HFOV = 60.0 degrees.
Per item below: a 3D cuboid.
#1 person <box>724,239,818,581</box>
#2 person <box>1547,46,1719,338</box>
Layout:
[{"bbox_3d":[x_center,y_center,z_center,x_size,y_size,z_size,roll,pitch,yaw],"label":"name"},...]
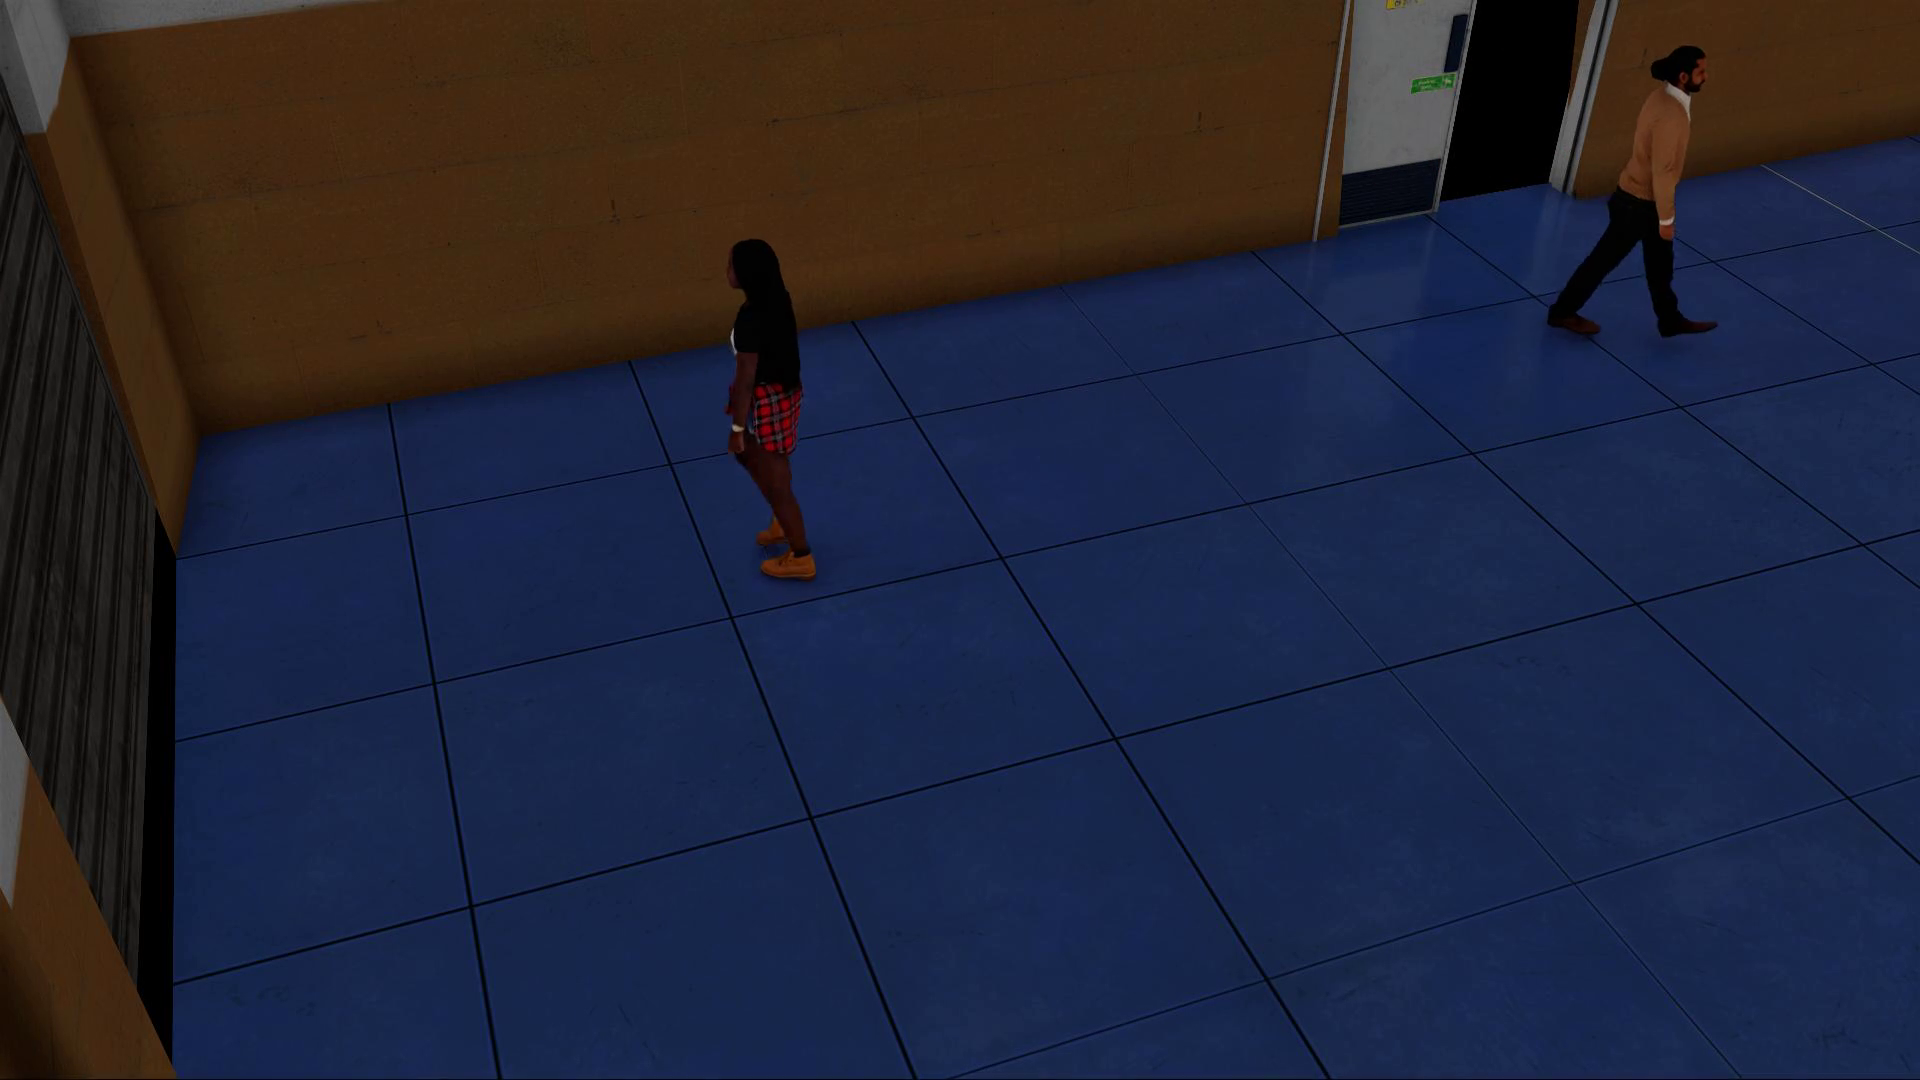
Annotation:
[{"bbox_3d":[-0.764,-0.542,7.447,0.778,1.710,0.698,4,37,5],"label":"person"},{"bbox_3d":[3.697,-1.866,9.216,1.206,1.704,1.175,14,39,17],"label":"person"}]
